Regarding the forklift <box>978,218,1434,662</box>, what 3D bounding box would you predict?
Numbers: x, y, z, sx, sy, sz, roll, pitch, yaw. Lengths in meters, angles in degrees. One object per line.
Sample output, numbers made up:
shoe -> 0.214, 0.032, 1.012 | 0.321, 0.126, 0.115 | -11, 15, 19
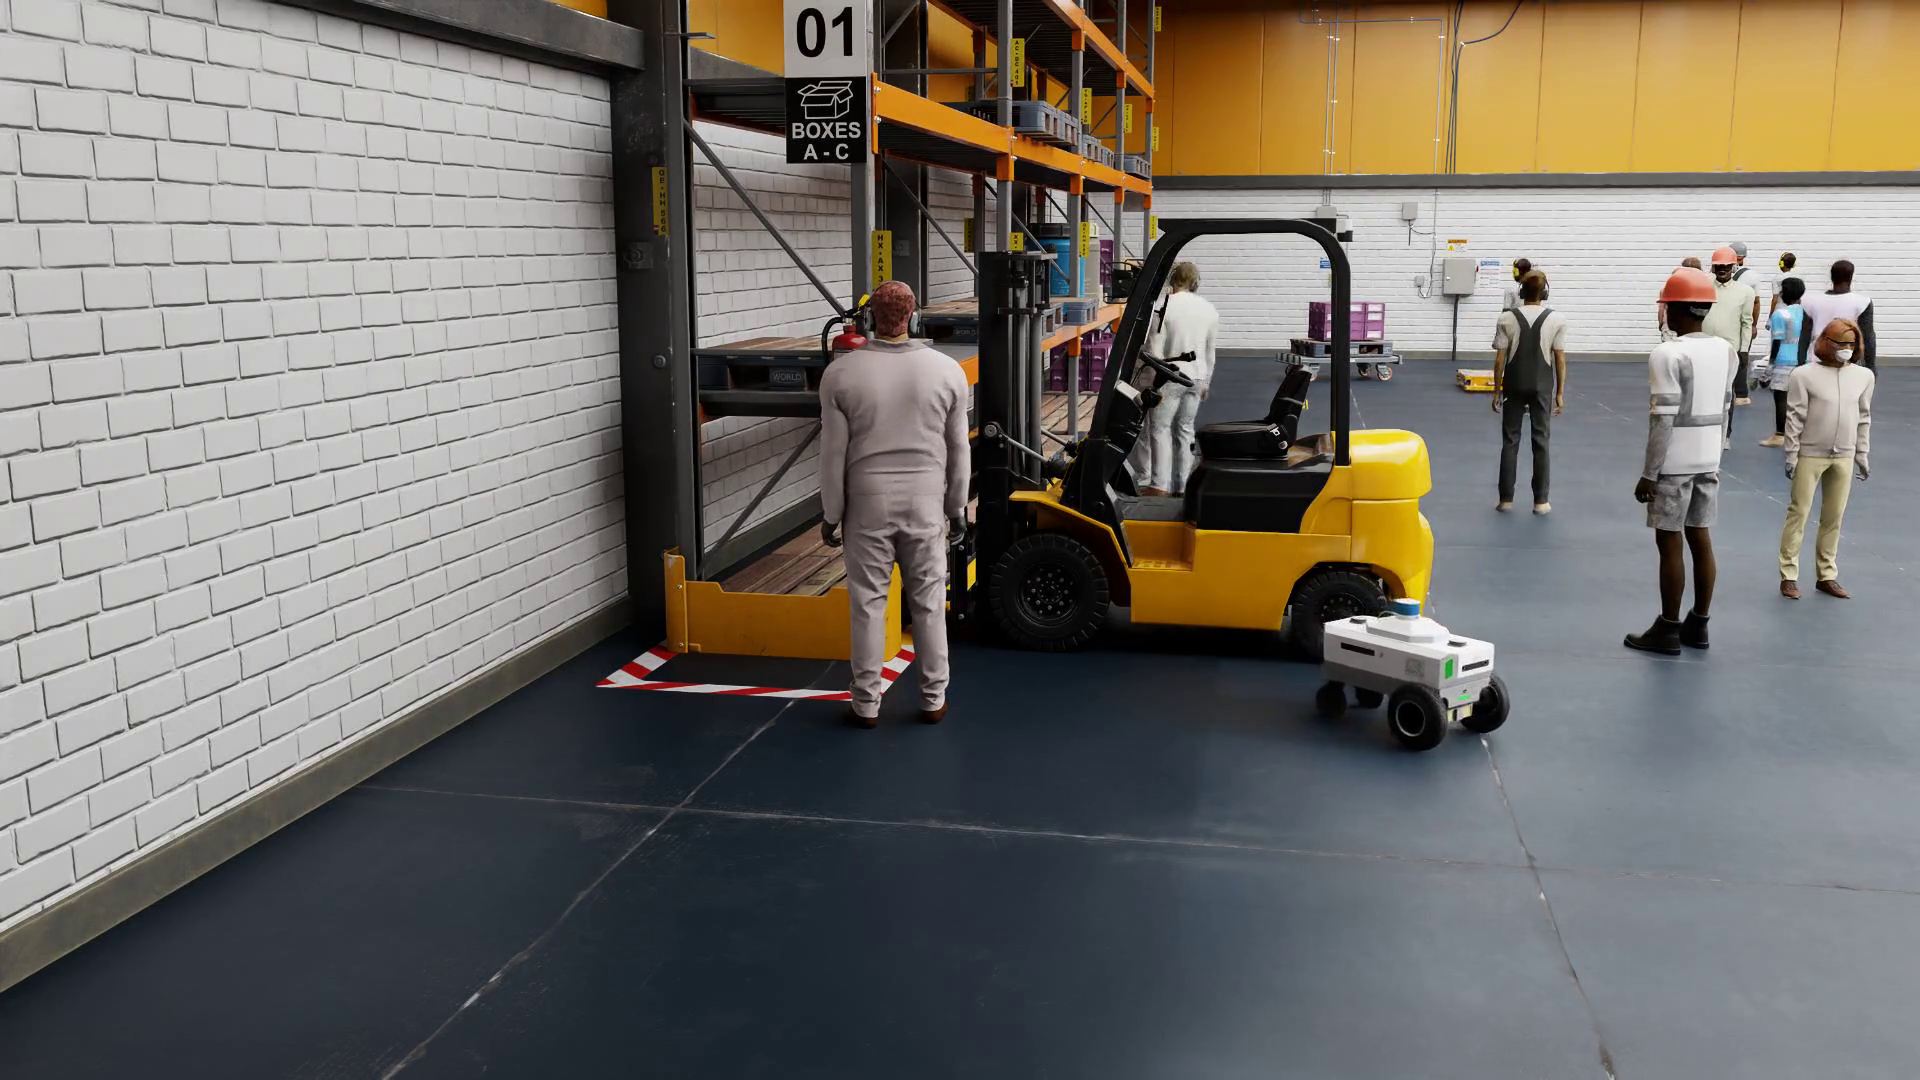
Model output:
forklift -> 1.285, -0.567, 8.635 | 2.313, 2.155, 1.214 | 2, 11, 11

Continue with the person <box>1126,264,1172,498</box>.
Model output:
person -> 1.502, -1.247, 13.223 | 0.351, 1.883, 0.582 | -6, 12, -29

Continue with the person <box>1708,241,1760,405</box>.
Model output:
person -> 9.679, -2.720, 20.859 | 0.672, 2.000, 0.536 | 8, 13, 37

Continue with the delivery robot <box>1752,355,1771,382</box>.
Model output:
delivery robot -> 11.112, -2.357, 22.684 | 0.707, 0.478, 0.477 | -9, 13, -40

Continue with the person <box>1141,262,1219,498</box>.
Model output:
person -> 1.701, -1.223, 13.060 | 0.767, 1.892, 0.461 | -5, 12, -27

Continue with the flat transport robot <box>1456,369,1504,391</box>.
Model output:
flat transport robot -> 7.223, -2.199, 22.855 | 0.652, 0.197, 1.431 | 2, 11, 11

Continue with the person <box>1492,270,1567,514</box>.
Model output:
person -> 4.298, -1.113, 12.586 | 0.517, 1.843, 0.325 | 4, 11, 19

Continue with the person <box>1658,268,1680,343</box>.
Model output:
person -> 10.517, -3.169, 24.430 | 0.511, 1.637, 0.307 | 7, 12, 32

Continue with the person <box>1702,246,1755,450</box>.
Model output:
person -> 7.477, -1.890, 16.432 | 0.611, 1.995, 0.375 | 6, 12, 28

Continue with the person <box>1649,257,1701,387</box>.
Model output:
person -> 9.841, -2.908, 22.548 | 0.634, 1.837, 0.610 | -10, 14, -44

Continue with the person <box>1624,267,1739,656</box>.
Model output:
person -> 3.610, -0.389, 8.360 | 0.547, 1.938, 0.379 | -5, 12, -27

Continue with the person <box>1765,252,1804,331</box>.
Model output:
person -> 11.888, -3.208, 24.029 | 0.520, 1.862, 0.335 | -2, 11, -11

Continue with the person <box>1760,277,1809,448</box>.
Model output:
person -> 8.226, -1.757, 16.522 | 0.540, 1.695, 0.317 | -5, 11, -25

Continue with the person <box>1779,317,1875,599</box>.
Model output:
person -> 5.016, -0.469, 9.634 | 0.497, 1.633, 0.287 | 0, 10, -2

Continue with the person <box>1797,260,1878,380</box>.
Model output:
person -> 8.083, -1.618, 15.280 | 0.982, 1.874, 0.598 | -8, 13, -37

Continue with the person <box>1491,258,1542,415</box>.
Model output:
person -> 6.599, -2.426, 19.819 | 0.513, 1.832, 0.830 | -4, 11, -22

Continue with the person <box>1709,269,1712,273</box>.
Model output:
person -> 11.803, -3.461, 26.014 | 0.515, 1.641, 0.314 | -1, 10, -5

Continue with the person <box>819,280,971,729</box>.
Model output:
person -> -0.283, -0.143, 7.099 | 0.651, 1.906, 0.409 | -2, 11, -11

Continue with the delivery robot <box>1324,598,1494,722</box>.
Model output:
delivery robot -> 1.892, 0.492, 7.066 | 0.477, 0.478, 0.707 | -8, 13, -36

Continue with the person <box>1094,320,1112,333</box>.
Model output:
person -> 2.416, -3.722, 27.296 | 0.535, 1.697, 0.318 | -2, 10, -8
